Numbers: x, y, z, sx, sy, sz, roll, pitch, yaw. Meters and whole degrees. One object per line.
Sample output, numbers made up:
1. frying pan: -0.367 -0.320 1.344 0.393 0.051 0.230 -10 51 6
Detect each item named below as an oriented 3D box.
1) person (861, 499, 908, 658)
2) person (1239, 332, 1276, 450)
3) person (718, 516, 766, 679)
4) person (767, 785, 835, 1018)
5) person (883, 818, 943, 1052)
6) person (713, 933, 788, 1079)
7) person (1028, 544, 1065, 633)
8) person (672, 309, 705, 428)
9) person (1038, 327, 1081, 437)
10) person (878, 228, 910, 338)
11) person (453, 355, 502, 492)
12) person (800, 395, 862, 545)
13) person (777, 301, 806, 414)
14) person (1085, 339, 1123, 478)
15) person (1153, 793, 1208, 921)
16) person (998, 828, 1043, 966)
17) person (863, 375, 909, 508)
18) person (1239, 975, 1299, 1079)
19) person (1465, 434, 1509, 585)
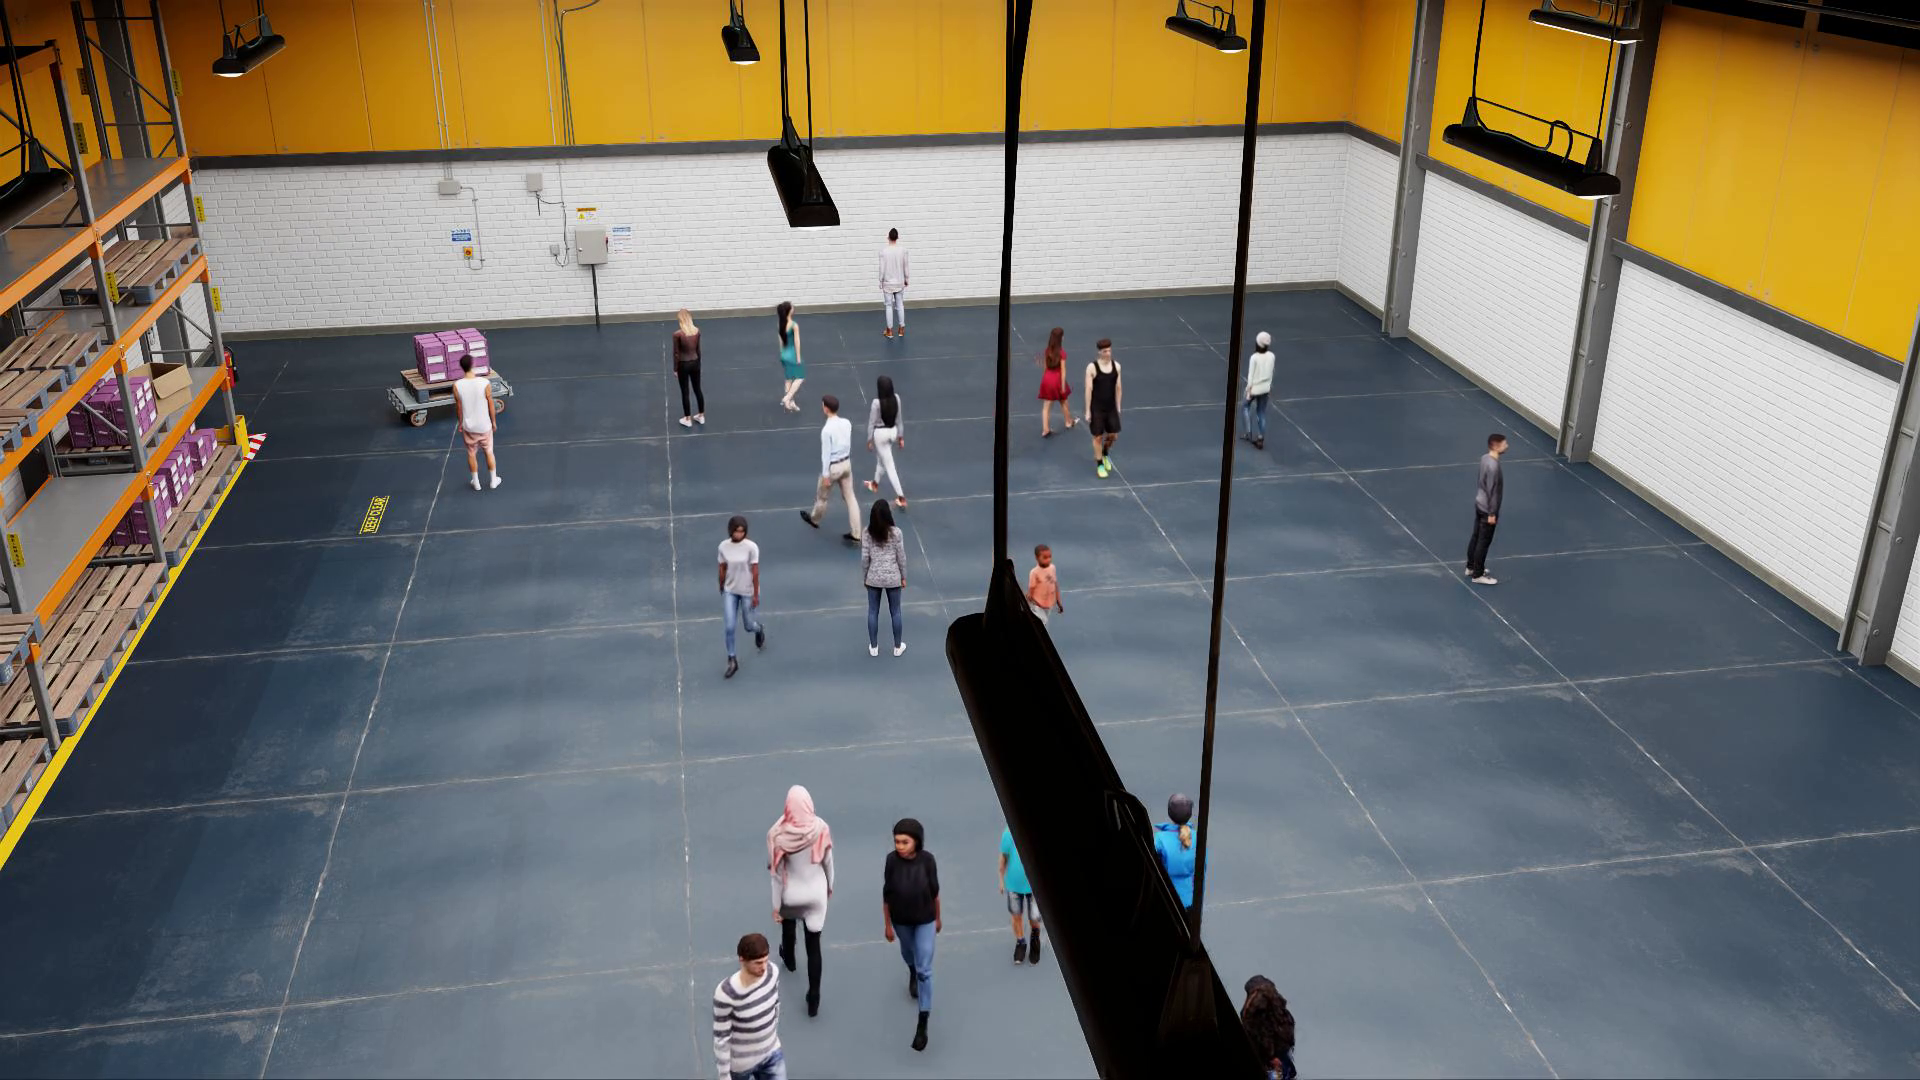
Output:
1. person: -0.794 0.387 17.223 0.660 1.732 0.601 1 24 3
2. person: 4.157 -2.045 22.914 0.666 1.631 0.733 -10 25 -21
3. person: -2.211 0.523 16.948 0.792 1.704 1.021 5 24 12
4. person: -1.121 2.642 12.022 0.702 1.767 1.052 -6 24 -14
5. person: -0.347 2.711 12.007 0.738 1.653 1.199 0 24 0
6. person: -1.393 3.247 10.614 1.087 1.786 1.330 -17 29 -33
7. person: 0.812 0.630 17.220 0.675 1.290 0.807 -18 30 -36
8. person: -3.889 -2.471 23.801 0.668 1.701 0.680 -19 30 -37
9. person: 1.282 -2.193 23.388 0.931 1.523 0.979 17 29 34
10. person: -1.111 -4.323 27.864 0.720 1.840 0.614 -8 25 -17
11. person: -6.256 -1.512 21.502 0.637 1.784 0.570 -5 24 -11
12. person: -1.414 -0.797 19.854 1.292 1.795 1.140 21 31 39
13. person: -2.512 -2.622 24.180 0.724 1.675 0.783 17 29 33
14. person: 1.852 -1.774 21.982 0.721 1.880 0.704 -7 25 -16
15. person: 1.555 2.673 11.944 0.653 1.772 0.838 -2 24 -5
16. person: 0.513 2.548 12.647 0.627 1.439 0.634 6 24 13
17. person: -0.890 -1.213 20.956 1.015 1.675 1.276 -18 29 -35
18. person: 1.895 3.439 10.397 0.624 1.608 0.690 -5 24 -10
19. person: 5.999 -0.374 18.931 0.717 1.760 0.545 1 24 2
